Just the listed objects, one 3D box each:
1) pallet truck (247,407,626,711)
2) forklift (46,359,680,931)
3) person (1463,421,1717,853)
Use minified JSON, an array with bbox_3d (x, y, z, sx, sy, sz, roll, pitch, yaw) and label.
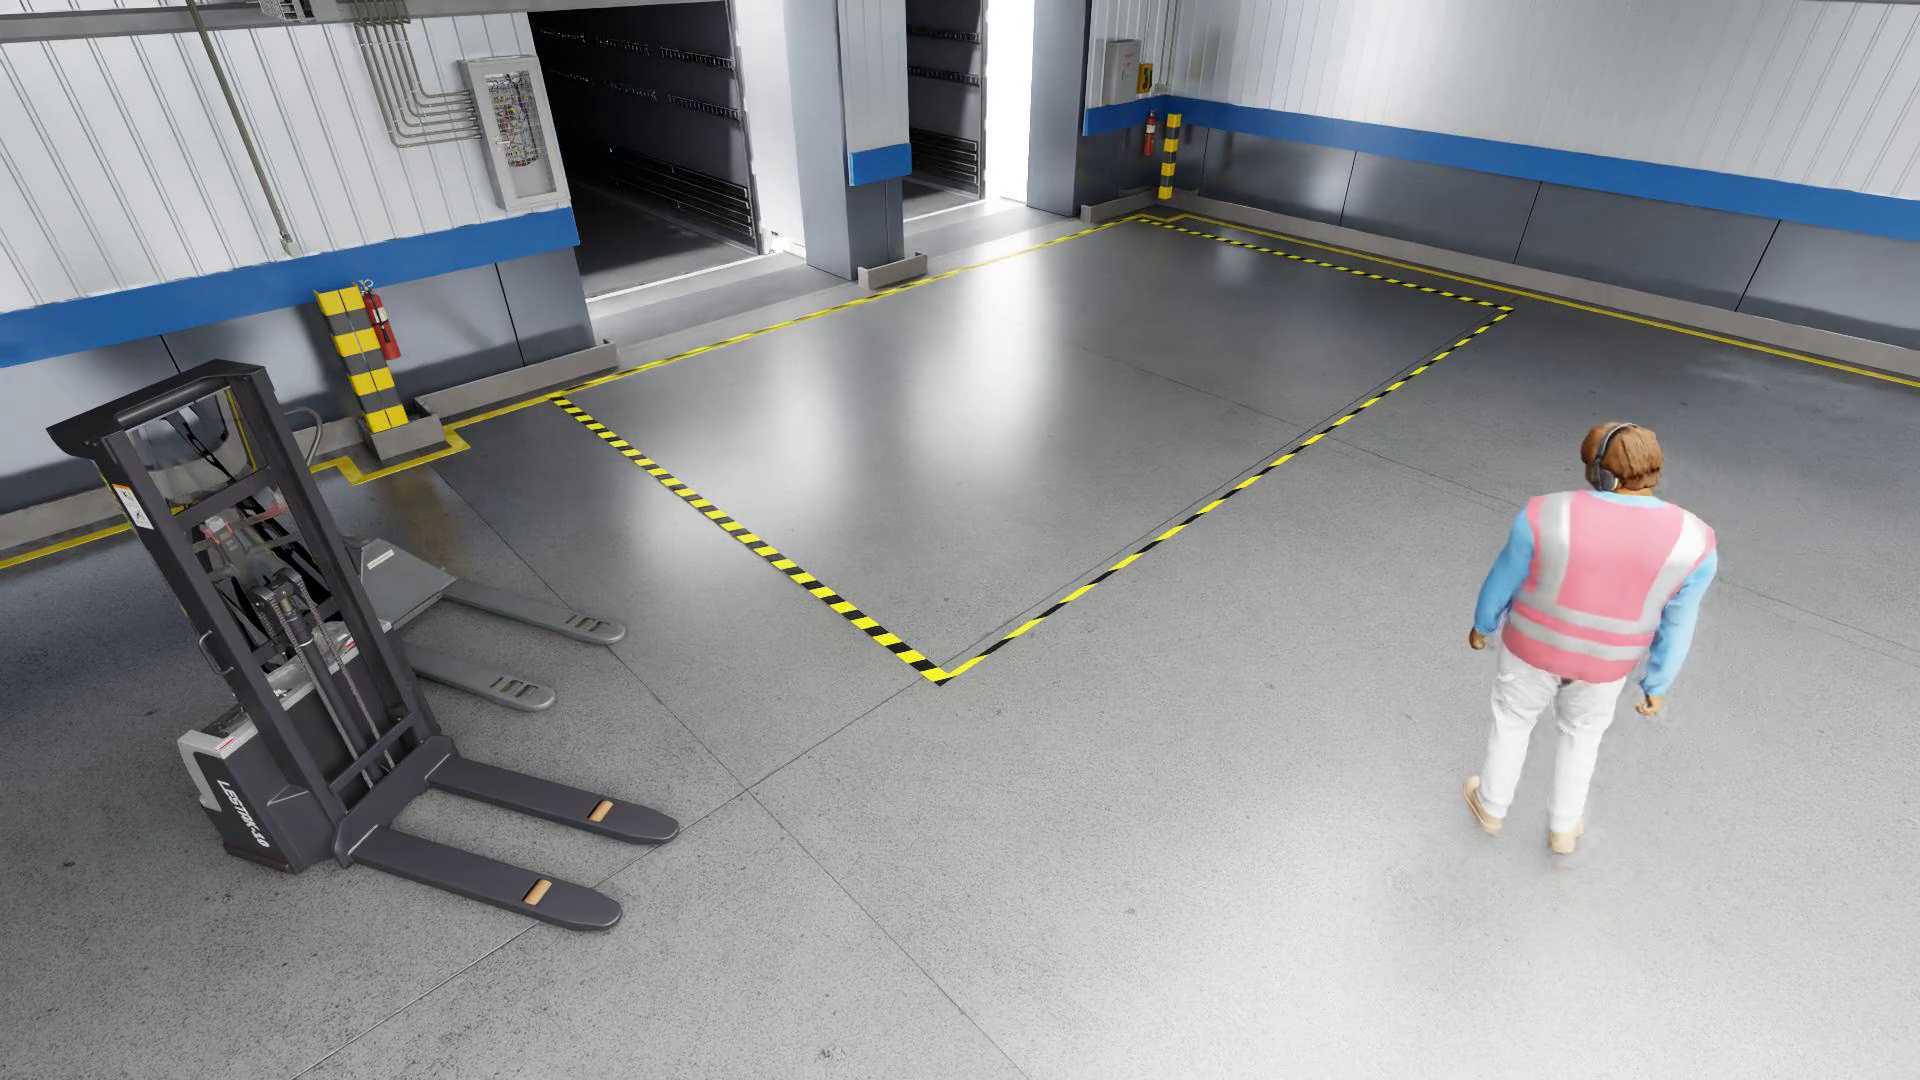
[{"bbox_3d":[-2.628,0.038,4.590,1.601,1.201,0.680,12,36,18],"label":"pallet truck"},{"bbox_3d":[-2.135,0.422,3.354,1.885,1.965,0.823,10,35,14],"label":"forklift"},{"bbox_3d":[2.338,0.415,3.536,0.678,1.803,0.454,14,37,19],"label":"person"}]
